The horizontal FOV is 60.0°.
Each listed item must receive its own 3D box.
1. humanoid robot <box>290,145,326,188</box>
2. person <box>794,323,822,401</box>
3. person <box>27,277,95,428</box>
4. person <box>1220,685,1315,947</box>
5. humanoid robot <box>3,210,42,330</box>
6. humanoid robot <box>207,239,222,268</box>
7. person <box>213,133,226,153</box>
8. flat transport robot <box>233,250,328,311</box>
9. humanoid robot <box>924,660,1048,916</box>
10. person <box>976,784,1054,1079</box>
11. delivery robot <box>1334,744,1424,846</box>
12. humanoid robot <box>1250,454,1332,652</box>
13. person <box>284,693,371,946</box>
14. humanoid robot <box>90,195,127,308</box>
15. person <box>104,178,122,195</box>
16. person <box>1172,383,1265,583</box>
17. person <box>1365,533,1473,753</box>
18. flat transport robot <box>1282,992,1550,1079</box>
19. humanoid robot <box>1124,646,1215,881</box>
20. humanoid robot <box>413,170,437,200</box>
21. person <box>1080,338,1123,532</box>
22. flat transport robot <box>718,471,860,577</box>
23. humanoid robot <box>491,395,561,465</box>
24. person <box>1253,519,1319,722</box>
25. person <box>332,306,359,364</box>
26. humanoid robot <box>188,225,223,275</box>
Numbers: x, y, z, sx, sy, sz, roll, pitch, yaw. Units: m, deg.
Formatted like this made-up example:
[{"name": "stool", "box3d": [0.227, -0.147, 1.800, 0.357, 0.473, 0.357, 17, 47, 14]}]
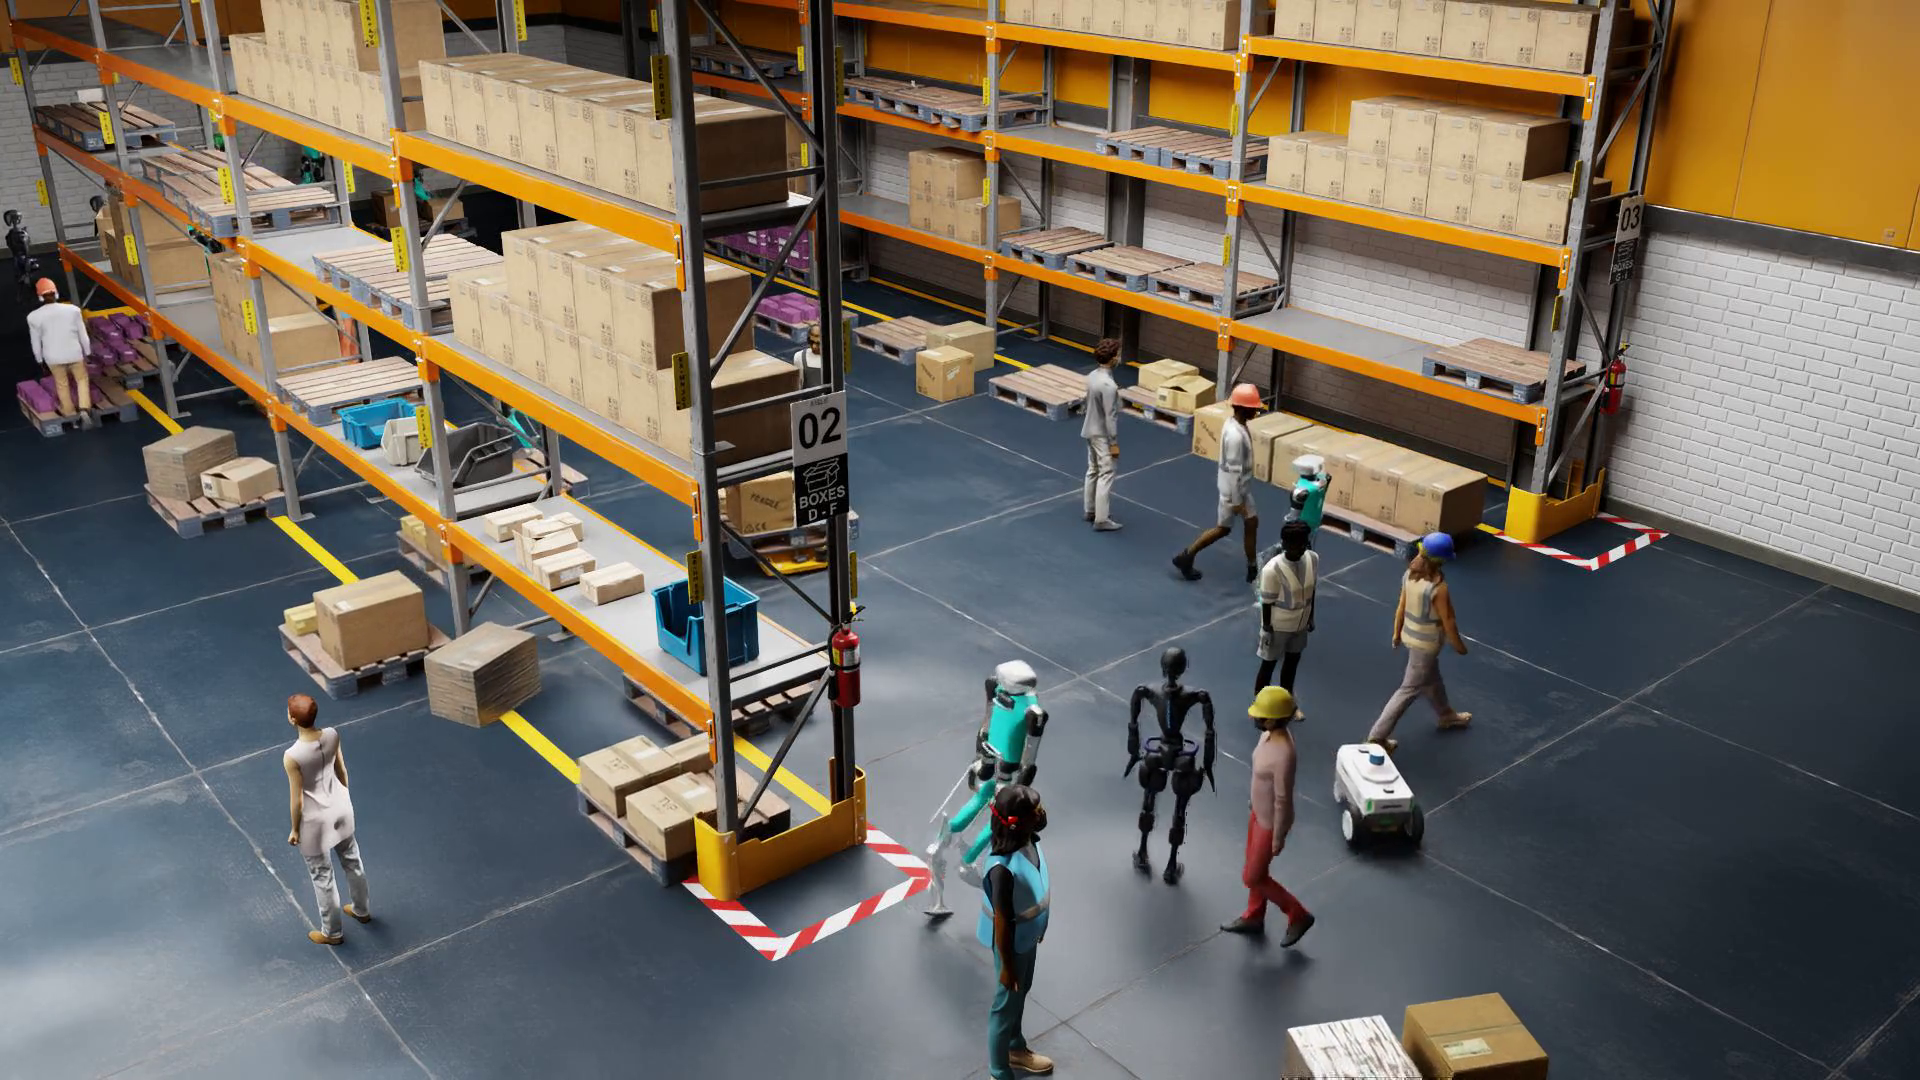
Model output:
[{"name": "humanoid robot", "box3d": [-10.966, -6.043, 27.840, 0.535, 1.811, 0.789, 14, 27, 29]}, {"name": "person", "box3d": [-1.405, -1.281, 16.632, 0.507, 1.839, 0.344, -1, 23, -3]}, {"name": "person", "box3d": [-10.022, -2.072, 18.573, 0.583, 1.737, 0.478, -13, 26, -27]}, {"name": "person", "box3d": [1.865, 1.651, 9.947, 0.438, 1.755, 0.535, 1, 23, 1]}, {"name": "humanoid robot", "box3d": [-12.413, -3.554, 22.096, 0.359, 1.654, 0.600, -21, 31, -39]}, {"name": "humanoid robot", "box3d": [-11.273, -4.866, 25.199, 0.608, 1.615, 0.814, 15, 27, 31]}, {"name": "person", "box3d": [-11.509, -5.445, 26.181, 0.469, 1.912, 0.567, -9, 25, -21]}, {"name": "flat transport robot", "box3d": [-9.665, -3.278, 23.234, 1.431, 0.231, 0.659, 4, 24, 10]}, {"name": "humanoid robot", "box3d": [0.045, 1.596, 10.128, 0.860, 1.773, 0.574, -10, 25, -21]}, {"name": "person", "box3d": [0.295, 2.112, 8.739, 0.391, 1.866, 0.519, 8, 24, 17]}, {"name": "delivery robot", "box3d": [2.820, 1.724, 11.314, 0.499, 0.614, 0.802, -2, 23, -5]}, {"name": "humanoid robot", "box3d": [2.578, 0.169, 13.549, 0.734, 1.907, 0.544, 17, 28, 34]}, {"name": "person", "box3d": [-3.849, 1.667, 10.024, 0.280, 1.660, 0.458, 11, 26, 24]}, {"name": "humanoid robot", "box3d": [-11.704, -3.943, 23.006, 0.306, 1.650, 0.613, -21, 31, -39]}, {"name": "person", "box3d": [-11.683, -4.186, 23.290, 0.497, 1.886, 0.666, -10, 25, -22]}, {"name": "person", "box3d": [2.389, -0.487, 14.718, 0.927, 1.901, 0.554, 6, 24, 14]}, {"name": "person", "box3d": [3.411, 0.728, 12.134, 0.960, 1.699, 0.449, -6, 24, -14]}, {"name": "flat transport robot", "box3d": [2.292, 3.276, 8.058, 0.659, 0.231, 1.431, -5, 24, -11]}, {"name": "humanoid robot", "box3d": [1.342, 1.417, 10.585, 0.591, 1.649, 0.331, 5, 24, 12]}, {"name": "humanoid robot", "box3d": [-8.922, -5.940, 27.529, 0.944, 1.749, 0.532, 2, 23, 4]}, {"name": "person", "box3d": [1.341, -1.007, 15.934, 0.401, 1.888, 0.549, -8, 25, -18]}, {"name": "flat transport robot", "box3d": [-1.714, -0.037, 15.728, 0.659, 0.231, 1.431, -10, 25, -21]}, {"name": "humanoid robot", "box3d": [-4.476, -1.389, 17.006, 1.023, 1.729, 0.543, 9, 25, 20]}, {"name": "person", "box3d": [2.436, 0.615, 12.426, 0.528, 1.688, 0.323, -15, 27, -30]}, {"name": "person", "box3d": [-7.387, -2.729, 20.077, 0.327, 1.763, 0.488, 4, 24, 10]}, {"name": "humanoid robot", "box3d": [-10.381, -4.005, 23.055, 0.841, 1.753, 0.548, 7, 24, 16]}]
